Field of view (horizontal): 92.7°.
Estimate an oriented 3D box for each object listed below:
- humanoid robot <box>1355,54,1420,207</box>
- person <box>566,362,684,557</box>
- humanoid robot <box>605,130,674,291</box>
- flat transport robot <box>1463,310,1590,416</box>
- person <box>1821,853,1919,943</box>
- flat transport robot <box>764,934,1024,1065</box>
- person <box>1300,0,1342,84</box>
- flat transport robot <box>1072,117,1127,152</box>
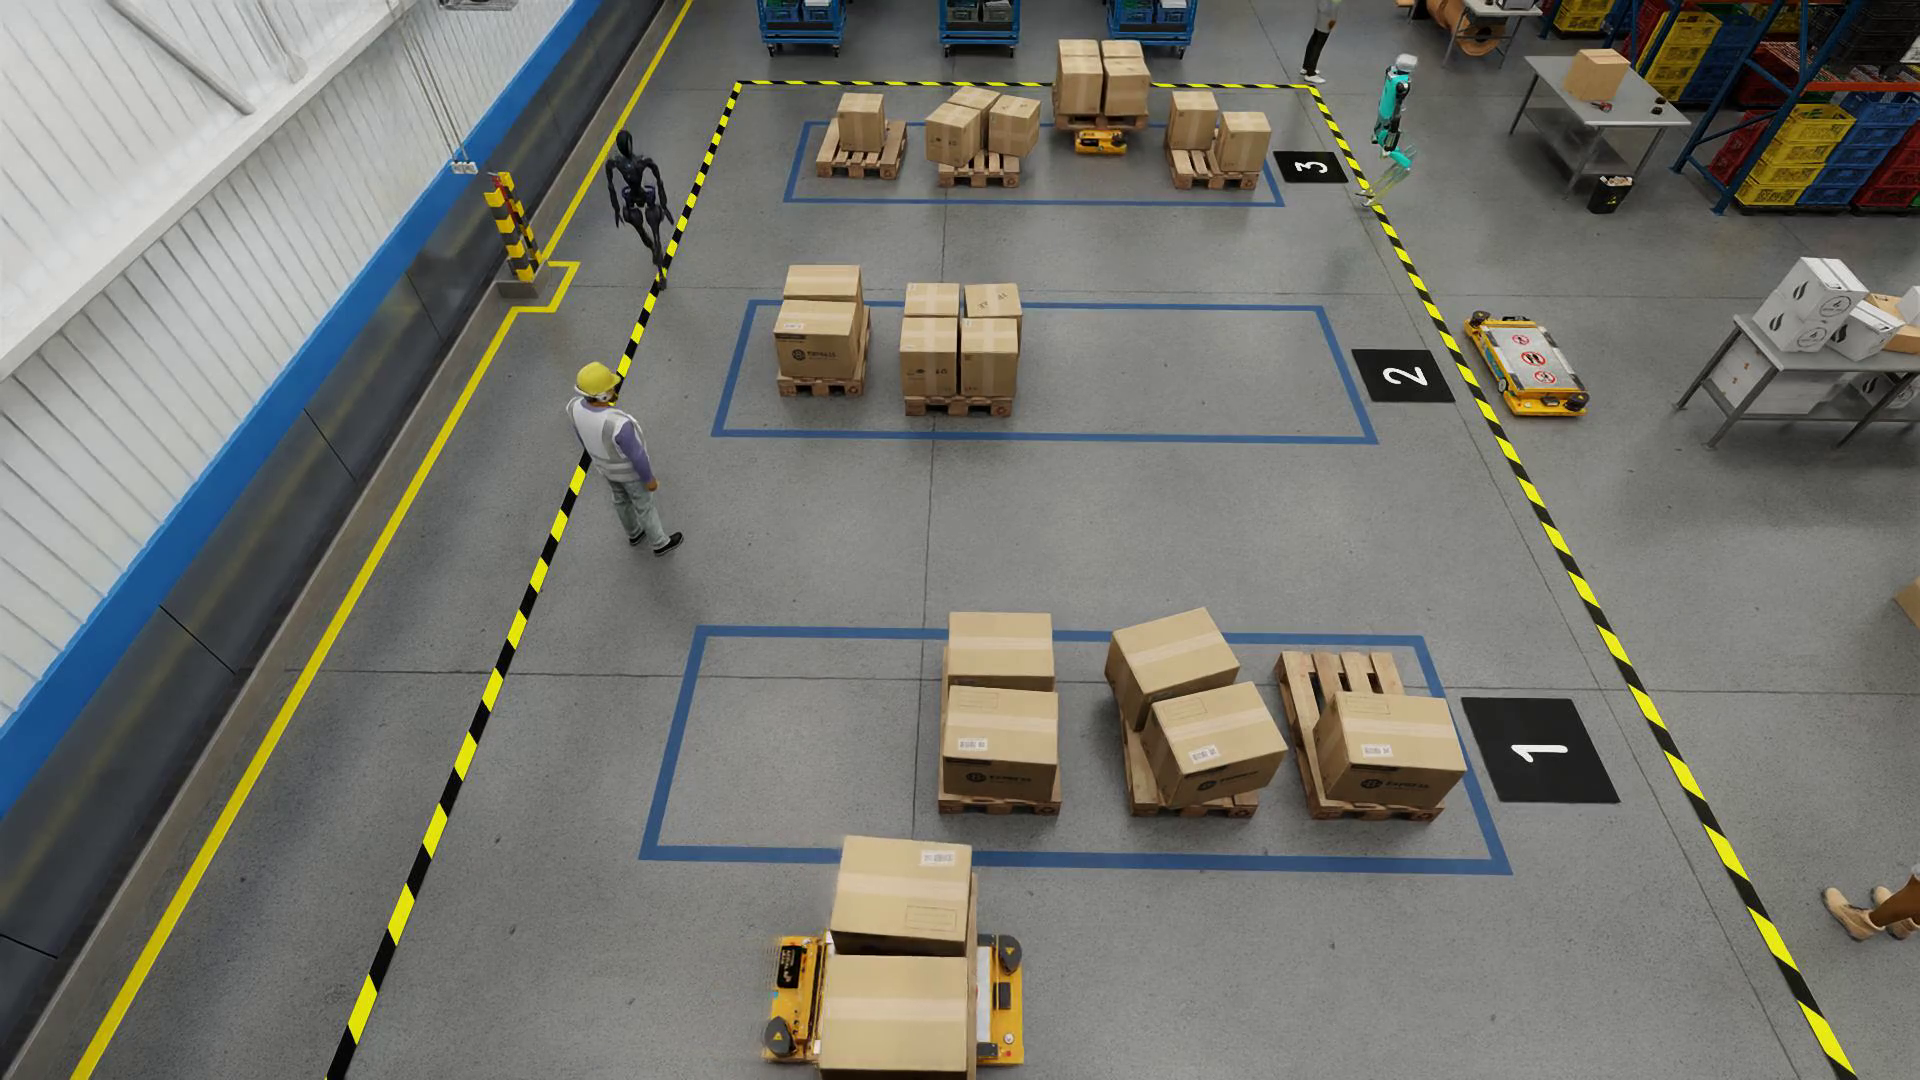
[{"bbox_3d":[5.056,-4.666,10.512,0.735,1.677,0.533,1,49,1],"label":"humanoid robot"},{"bbox_3d":[-2.567,-0.590,7.011,0.599,1.827,0.404,23,53,19],"label":"person"},{"bbox_3d":[-3.377,-3.538,9.700,0.612,1.627,0.789,-7,50,-6],"label":"humanoid robot"},{"bbox_3d":[5.573,-1.757,9.054,0.659,0.231,1.431,1,49,1],"label":"flat transport robot"},{"bbox_3d":[5.585,1.661,4.924,0.614,2.039,0.379,1,49,1],"label":"person"},{"bbox_3d":[-0.357,2.614,5.252,1.431,0.197,0.652,1,49,1],"label":"flat transport robot"},{"bbox_3d":[5.258,-7.499,12.981,0.407,1.846,0.588,3,49,3],"label":"person"},{"bbox_3d":[1.861,-5.693,12.442,0.652,0.197,1.431,1,49,1],"label":"flat transport robot"}]
